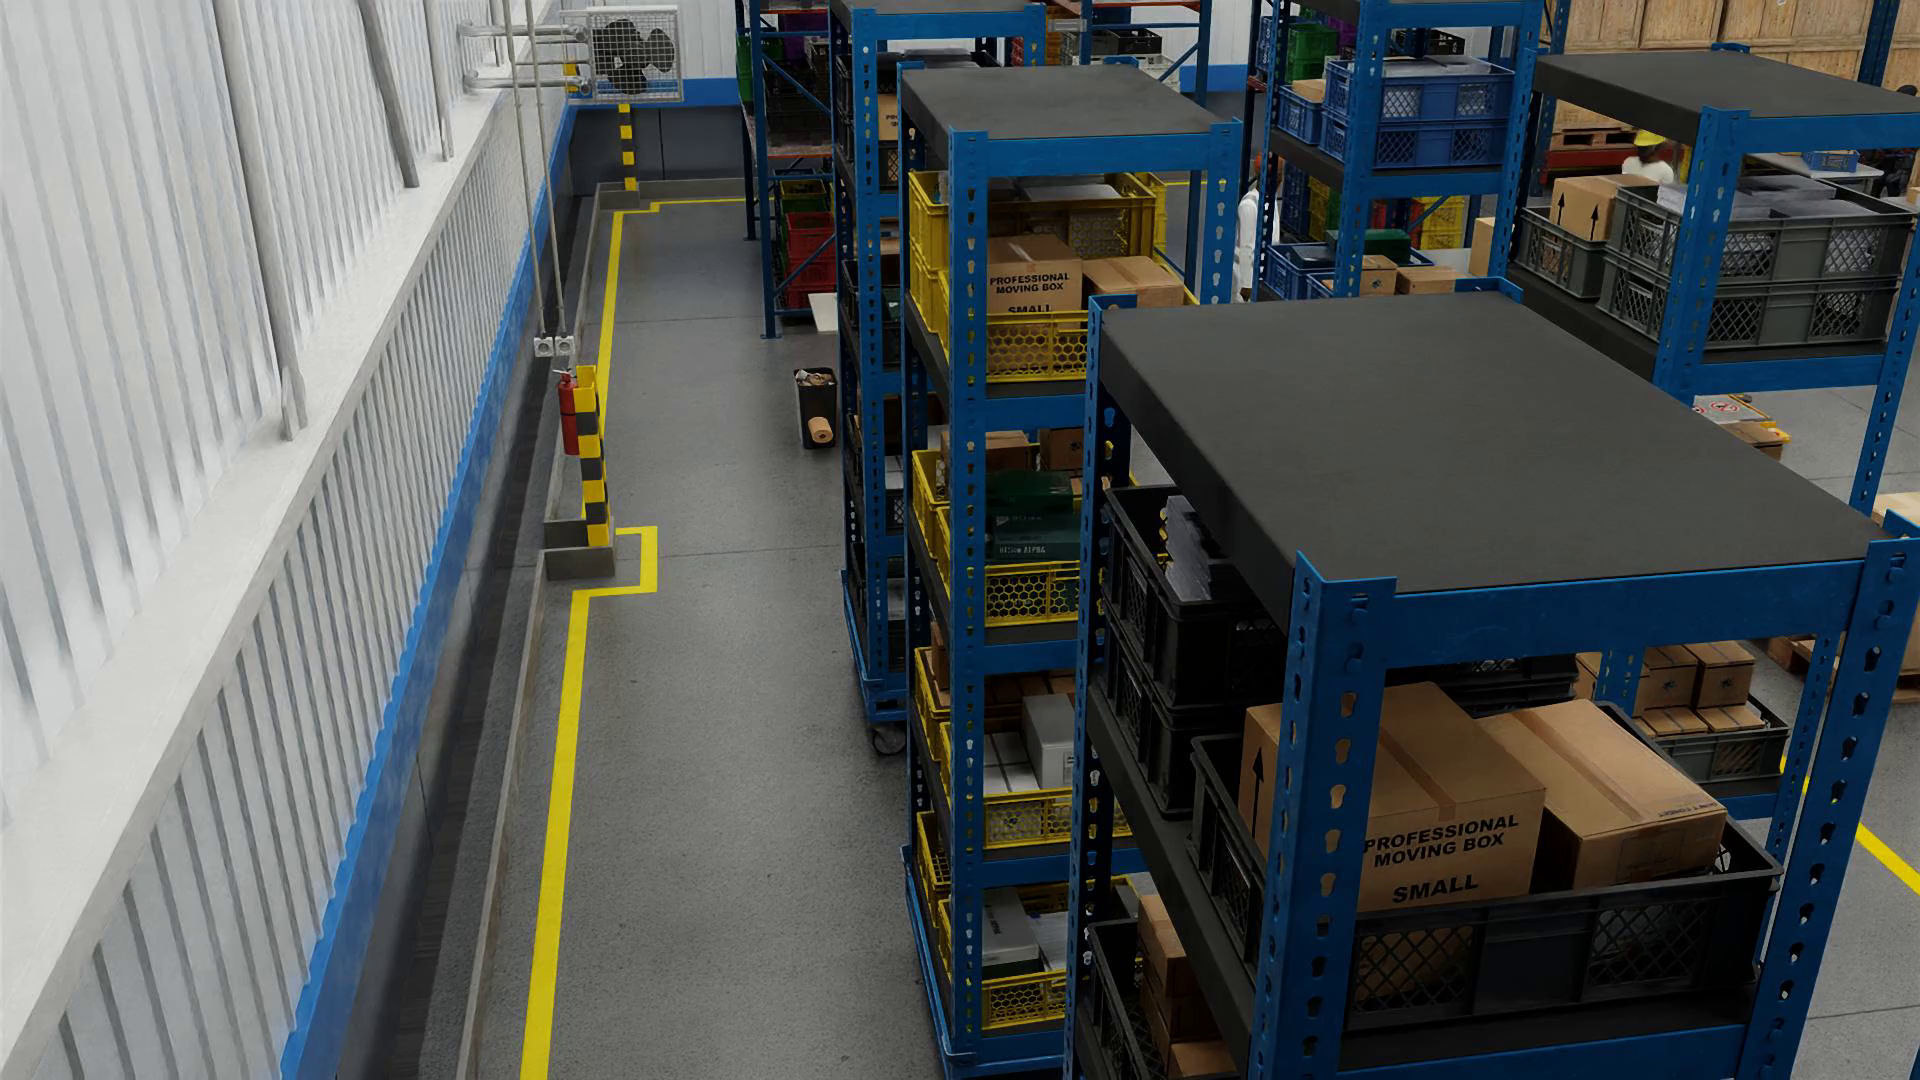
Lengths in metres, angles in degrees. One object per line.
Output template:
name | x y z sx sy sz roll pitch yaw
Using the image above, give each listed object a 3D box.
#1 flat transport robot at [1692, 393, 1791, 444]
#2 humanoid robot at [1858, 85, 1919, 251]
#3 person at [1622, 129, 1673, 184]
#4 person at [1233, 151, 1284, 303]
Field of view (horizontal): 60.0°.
flat transport robot | 5.224 -0.859 12.132 1.431 0.197 0.652 -4 25 -8
humanoid robot | 9.333 -3.730 16.708 0.324 1.654 0.602 -8 26 -16
person | 5.959 -2.781 14.560 0.484 1.745 0.535 -14 28 -27
person | 2.281 -2.051 12.824 0.337 1.882 0.583 12 27 24
